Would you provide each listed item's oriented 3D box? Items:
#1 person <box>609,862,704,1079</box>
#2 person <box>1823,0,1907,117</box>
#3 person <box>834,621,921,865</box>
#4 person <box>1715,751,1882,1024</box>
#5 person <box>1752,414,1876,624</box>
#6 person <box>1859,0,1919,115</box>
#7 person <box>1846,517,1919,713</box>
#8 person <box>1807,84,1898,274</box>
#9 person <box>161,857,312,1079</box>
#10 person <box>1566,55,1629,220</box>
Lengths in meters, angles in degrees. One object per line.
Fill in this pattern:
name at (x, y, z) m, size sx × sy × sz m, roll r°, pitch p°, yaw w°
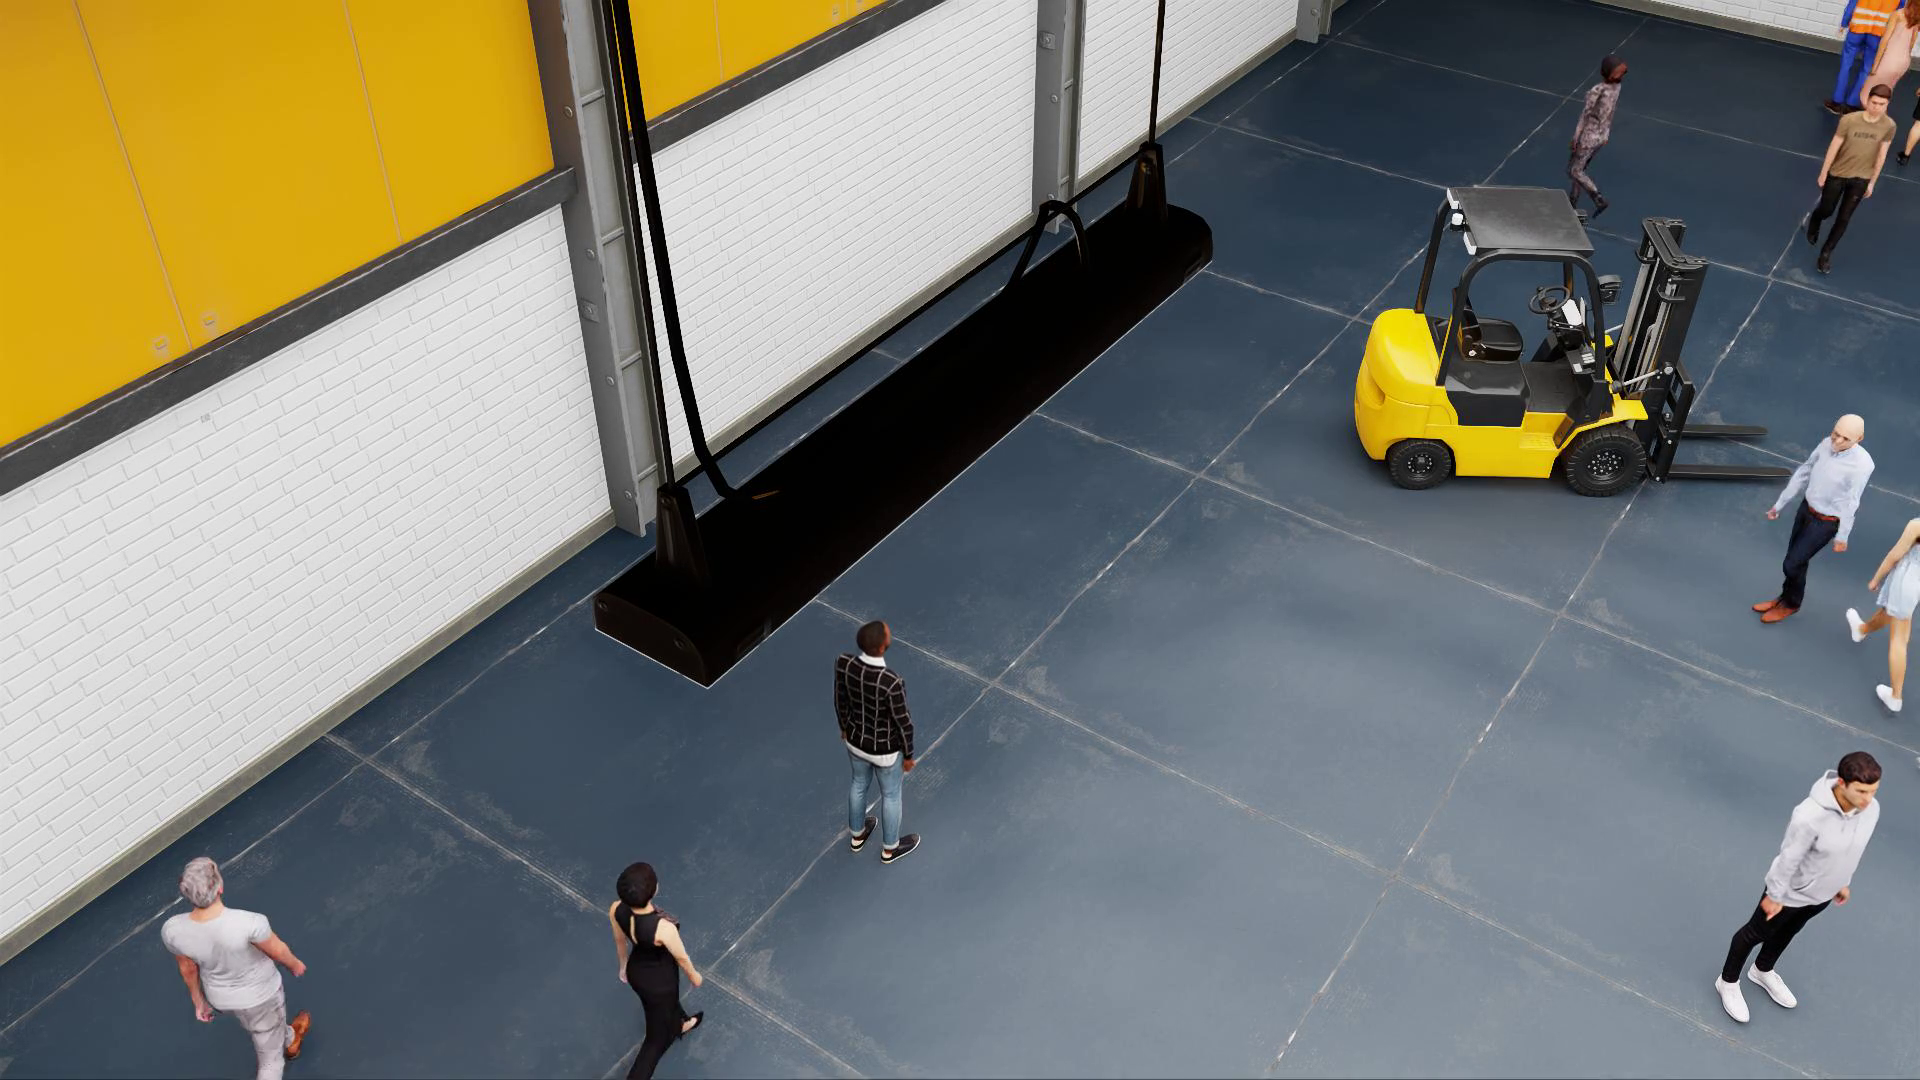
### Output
person at (-1.642, 2.355, 8.687) m, size 0.564 × 1.567 × 0.976 m, roll 24°, pitch 44°, yaw 27°
person at (10.052, -5.618, 18.456) m, size 0.774 × 1.835 × 0.676 m, roll 6°, pitch 39°, yaw 8°
person at (-0.518, 1.200, 9.932) m, size 0.670 × 1.819 × 0.539 m, roll 21°, pitch 43°, yaw 24°
person at (4.569, 1.846, 9.034) m, size 0.748 × 1.930 × 0.838 m, roll -11°, pitch 40°, yaw -13°
person at (6.081, -0.146, 11.651) m, size 0.840 × 1.778 × 0.769 m, roll -4°, pitch 39°, yaw -5°
person at (9.970, -5.015, 17.720) m, size 0.829 × 1.811 × 0.887 m, roll -8°, pitch 39°, yaw -10°
person at (6.362, 0.384, 11.071) m, size 1.056 × 1.673 × 1.228 m, roll -1°, pitch 39°, yaw -1°
person at (8.437, -3.482, 15.782) m, size 0.832 × 1.835 × 1.028 m, roll 11°, pitch 40°, yaw 13°
person at (-3.651, 2.385, 8.475) m, size 1.064 × 1.785 × 1.285 m, roll 3°, pitch 39°, yaw 4°
person at (6.306, -3.936, 16.456) m, size 0.910 × 1.703 × 0.832 m, roll -23°, pitch 44°, yaw -26°
